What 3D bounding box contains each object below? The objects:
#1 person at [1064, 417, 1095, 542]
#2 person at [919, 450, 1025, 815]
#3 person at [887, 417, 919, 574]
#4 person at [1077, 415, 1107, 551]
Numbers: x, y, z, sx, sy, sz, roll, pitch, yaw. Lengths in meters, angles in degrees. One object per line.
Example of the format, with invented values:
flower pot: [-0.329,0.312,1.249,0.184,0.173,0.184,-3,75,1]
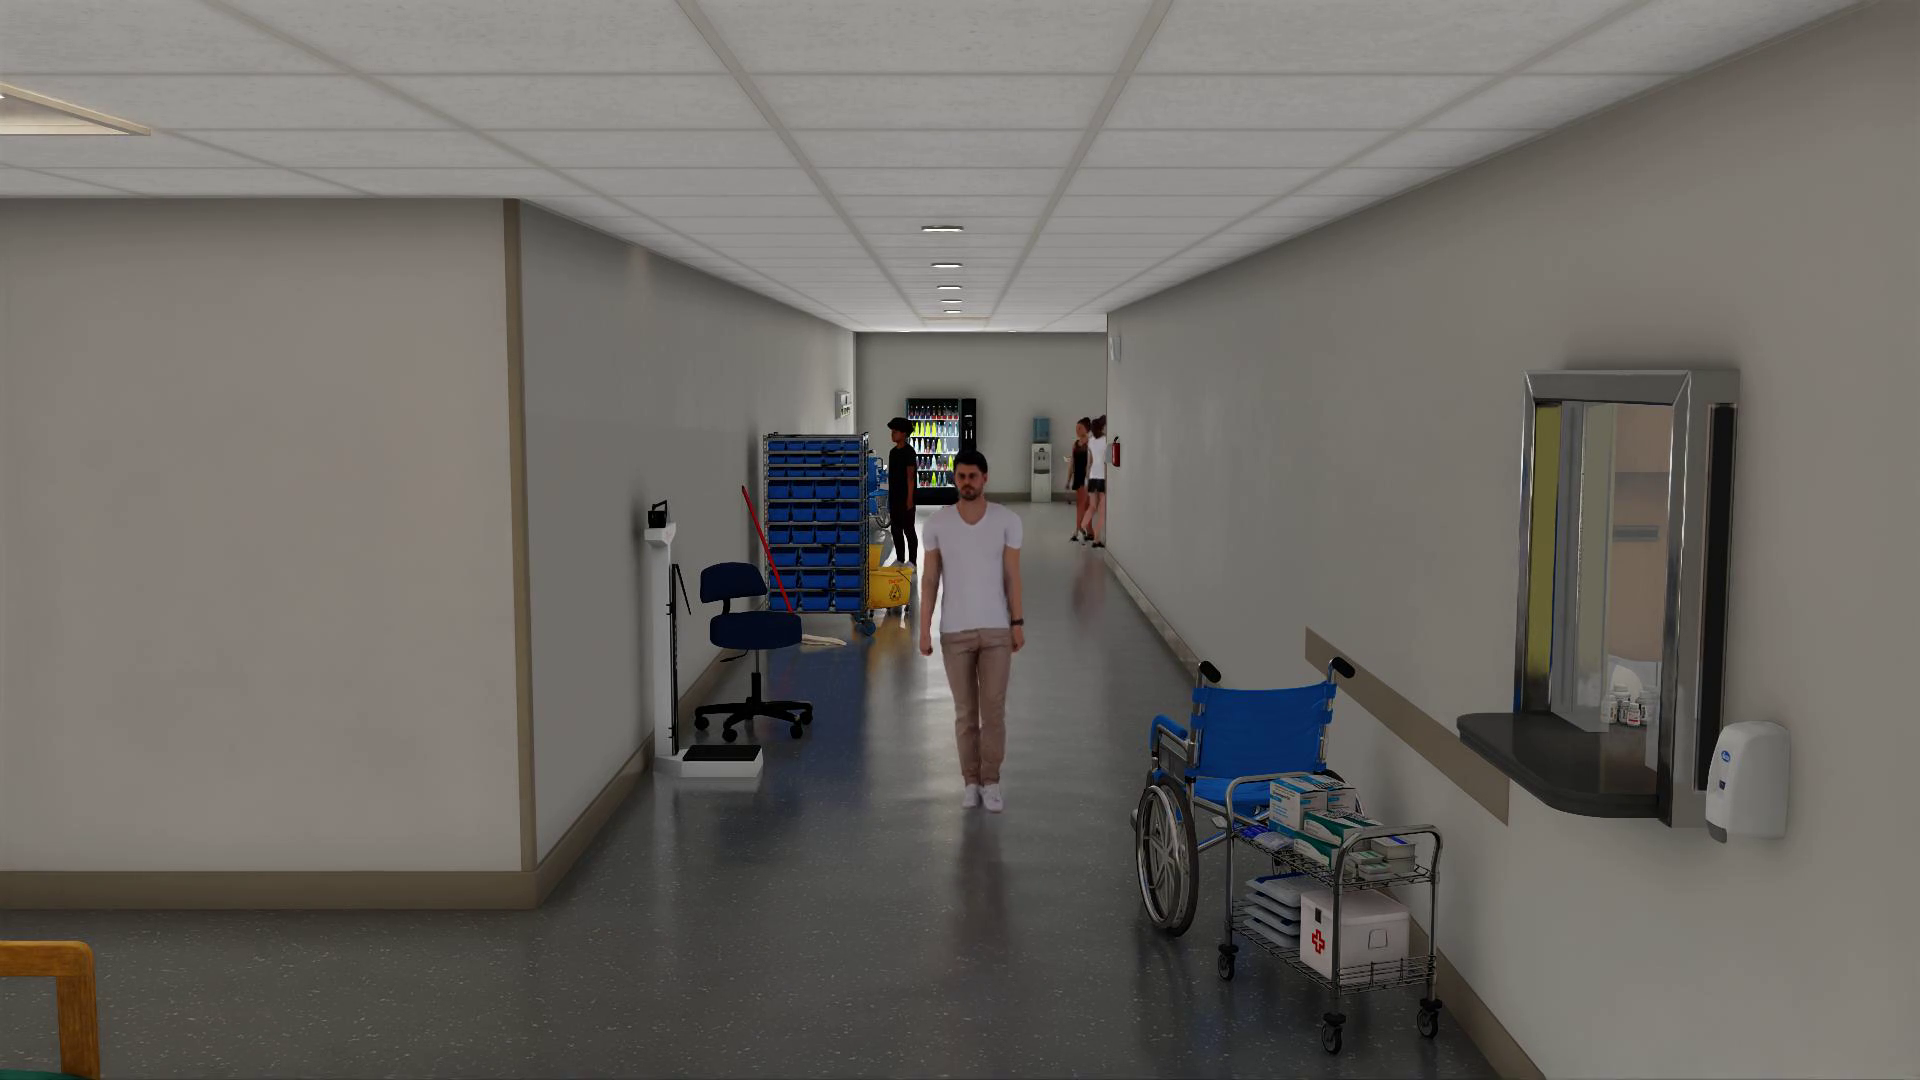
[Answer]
person: [1.738,-0.803,22.403,0.913,1.663,0.831,-5,7,-39]
person: [0.085,0.465,8.743,0.627,1.875,0.769,0,6,4]
person: [-0.648,-0.518,18.982,0.748,1.781,0.707,-4,7,-38]
person: [1.745,-0.704,21.086,0.853,1.730,0.882,4,7,33]
